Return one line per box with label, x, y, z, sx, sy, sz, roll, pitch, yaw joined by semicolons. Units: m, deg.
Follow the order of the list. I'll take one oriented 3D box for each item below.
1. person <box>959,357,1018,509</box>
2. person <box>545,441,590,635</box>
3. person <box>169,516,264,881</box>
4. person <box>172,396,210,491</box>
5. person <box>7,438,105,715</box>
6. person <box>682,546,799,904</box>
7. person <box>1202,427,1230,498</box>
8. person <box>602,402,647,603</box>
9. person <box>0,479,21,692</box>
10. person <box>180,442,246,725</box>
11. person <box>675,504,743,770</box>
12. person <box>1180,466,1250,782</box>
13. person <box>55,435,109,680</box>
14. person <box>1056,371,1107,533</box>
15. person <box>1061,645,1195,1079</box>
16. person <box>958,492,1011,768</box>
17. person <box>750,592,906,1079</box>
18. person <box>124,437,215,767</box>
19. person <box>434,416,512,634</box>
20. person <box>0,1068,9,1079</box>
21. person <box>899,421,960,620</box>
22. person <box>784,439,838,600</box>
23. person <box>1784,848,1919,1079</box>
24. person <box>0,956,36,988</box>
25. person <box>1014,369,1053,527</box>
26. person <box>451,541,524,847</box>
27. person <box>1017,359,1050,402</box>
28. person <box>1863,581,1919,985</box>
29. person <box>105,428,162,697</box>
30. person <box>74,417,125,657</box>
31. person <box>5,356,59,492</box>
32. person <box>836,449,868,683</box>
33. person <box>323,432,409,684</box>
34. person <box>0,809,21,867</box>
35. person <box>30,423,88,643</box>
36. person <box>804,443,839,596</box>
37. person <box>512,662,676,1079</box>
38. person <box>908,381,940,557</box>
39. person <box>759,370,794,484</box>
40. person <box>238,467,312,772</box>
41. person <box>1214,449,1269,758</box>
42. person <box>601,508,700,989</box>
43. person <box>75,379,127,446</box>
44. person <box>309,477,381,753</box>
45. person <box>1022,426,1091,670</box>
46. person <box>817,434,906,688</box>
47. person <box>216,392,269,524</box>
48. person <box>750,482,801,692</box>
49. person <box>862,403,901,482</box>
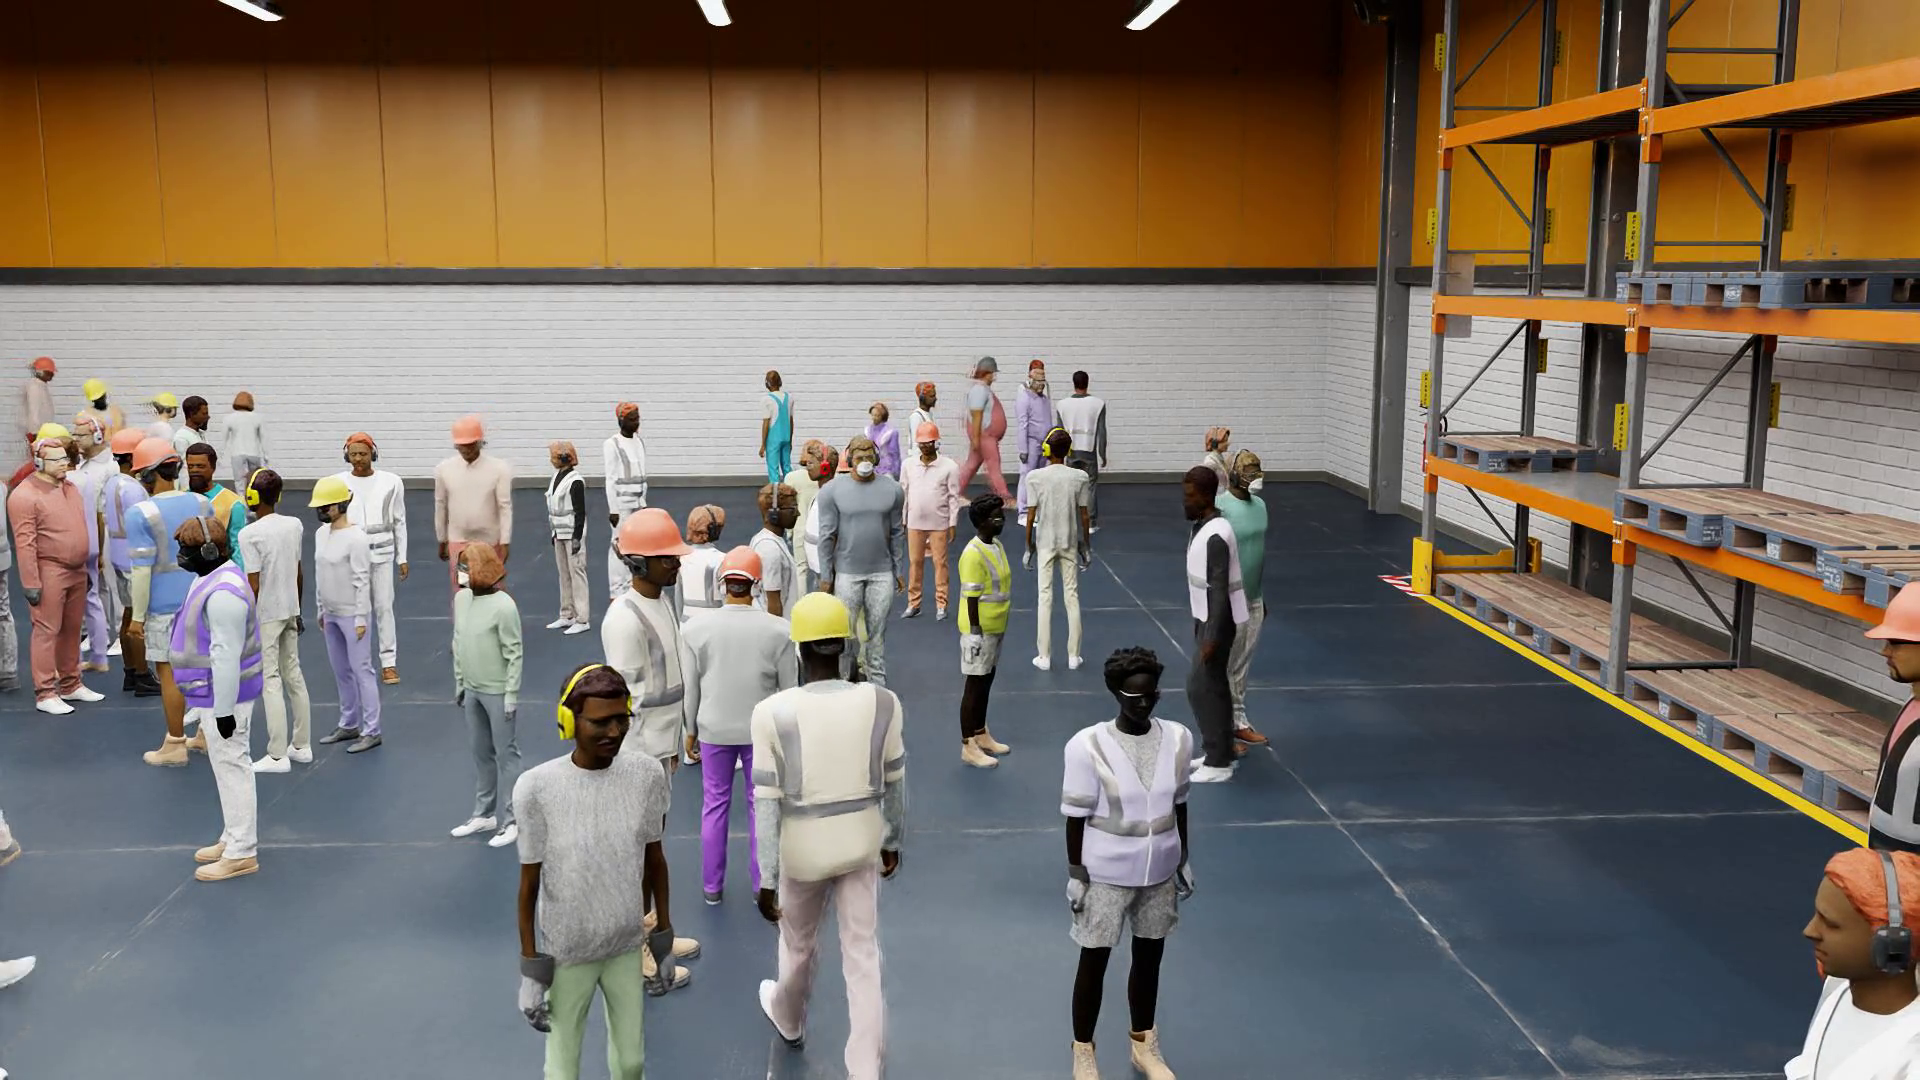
person;0.315;-1.423;21.591;1.010;2.000;0.694;0;9;2
person;-3.318;-0.026;14.081;0.308;1.639;0.517;-7;11;-38
person;-3.743;0.784;8.400;0.429;1.837;0.623;-5;10;-27
person;-7.155;-0.390;15.527;0.387;1.910;0.593;-1;9;-7
person;-6.261;0.241;11.567;0.405;1.906;0.652;1;9;5
person;-1.051;0.892;8.010;0.573;1.738;0.352;-1;9;-4
person;2.334;-0.223;15.308;0.315;1.641;0.515;3;10;18
person;-3.019;-0.315;15.127;0.349;1.882;0.577;3;10;21
person;-6.998;0.182;11.842;0.416;1.940;0.607;0;9;0
person;-5.026;0.300;11.149;0.593;1.922;0.392;3;9;17
person;-1.539;0.599;10.151;0.515;1.641;0.309;7;12;38
person;1.510;0.504;9.989;0.441;1.900;0.621;1;9;3
person;-6.644;0.133;12.482;0.355;1.834;0.515;3;10;19
person;1.420;-1.029;19.547;0.599;1.909;0.392;2;9;13
person;0.621;1.215;6.108;0.540;1.695;0.317;-4;10;-22
person;0.157;0.546;10.305;0.316;1.695;0.541;3;9;17
person;-0.502;1.114;6.172;0.618;1.866;1.000;-4;10;-22
person;-4.879;0.383;10.268;0.382;2.038;0.606;4;10;22
person;-3.842;-0.032;13.171;0.614;1.948;0.925;-1;9;-8
person;-3.768;1.139;6.034;0.328;1.873;0.521;3;10;18
person;-0.284;-0.168;14.613;0.559;1.752;0.325;2;9;14
person;-1.267;-0.058;14.324;0.494;1.626;0.279;0;9;0
person;1.863;1.545;3.444;0.337;1.882;0.583;1;9;8
person;-4.276;1.104;6.756;0.499;1.704;0.869;6;11;31
person;0.919;-1.115;20.089;0.402;1.904;0.652;5;10;30
person;-2.515;0.810;8.846;0.501;1.633;0.281;7;11;37
person;1.033;-1.541;22.855;0.586;1.879;0.357;-8;12;-40
person;3.114;1.145;5.461;0.385;2.041;0.615;3;10;19
person;-5.917;0.159;11.980;0.355;1.938;0.545;-8;12;-41
person;-6.864;-0.027;13.246;0.642;1.910;0.401;4;10;25
person;-12.280;-1.461;22.076;0.711;1.960;0.642;-1;9;-8
person;-0.777;0.193;12.342;0.343;1.749;0.571;-1;9;-4
person;-4.372;0.142;12.257;0.585;1.882;0.337;-3;10;-20
person;-5.164;0.764;8.196;0.665;1.946;0.796;-1;9;-8
person;-7.321;-0.037;13.542;0.404;1.833;0.590;-7;12;-39
person;-0.918;0.236;11.777;0.389;1.848;0.563;-2;9;-10
person;-1.126;1.287;5.159;0.516;1.861;0.322;-6;11;-32
person;-0.384;-0.771;17.987;0.340;1.882;0.586;2;9;12
person;-2.303;-1.211;20.897;0.505;1.838;0.347;-9;13;-44
person;-4.203;0.486;10.146;0.328;1.872;0.514;3;9;16
person;1.762;0.388;10.539;0.364;1.939;0.636;7;11;36
person;-1.318;0.876;7.146;0.387;2.045;0.605;1;9;3
person;-9.602;-0.890;18.768;0.477;1.875;0.729;4;10;26
person;-3.943;0.471;10.588;0.527;1.760;0.334;7;11;37
person;0.743;0.064;12.779;0.533;1.874;0.310;-1;9;-4
person;-0.675;0.232;11.520;0.635;1.937;0.352;-3;10;-20
person;-8.801;-1.009;20.378;0.609;1.602;0.581;-5;10;-30
person;-1.063;0.579;9.631;0.329;1.844;0.518;-2;9;-12
person;-0.828;-0.758;18.794;0.531;1.603;0.599;9;12;43
